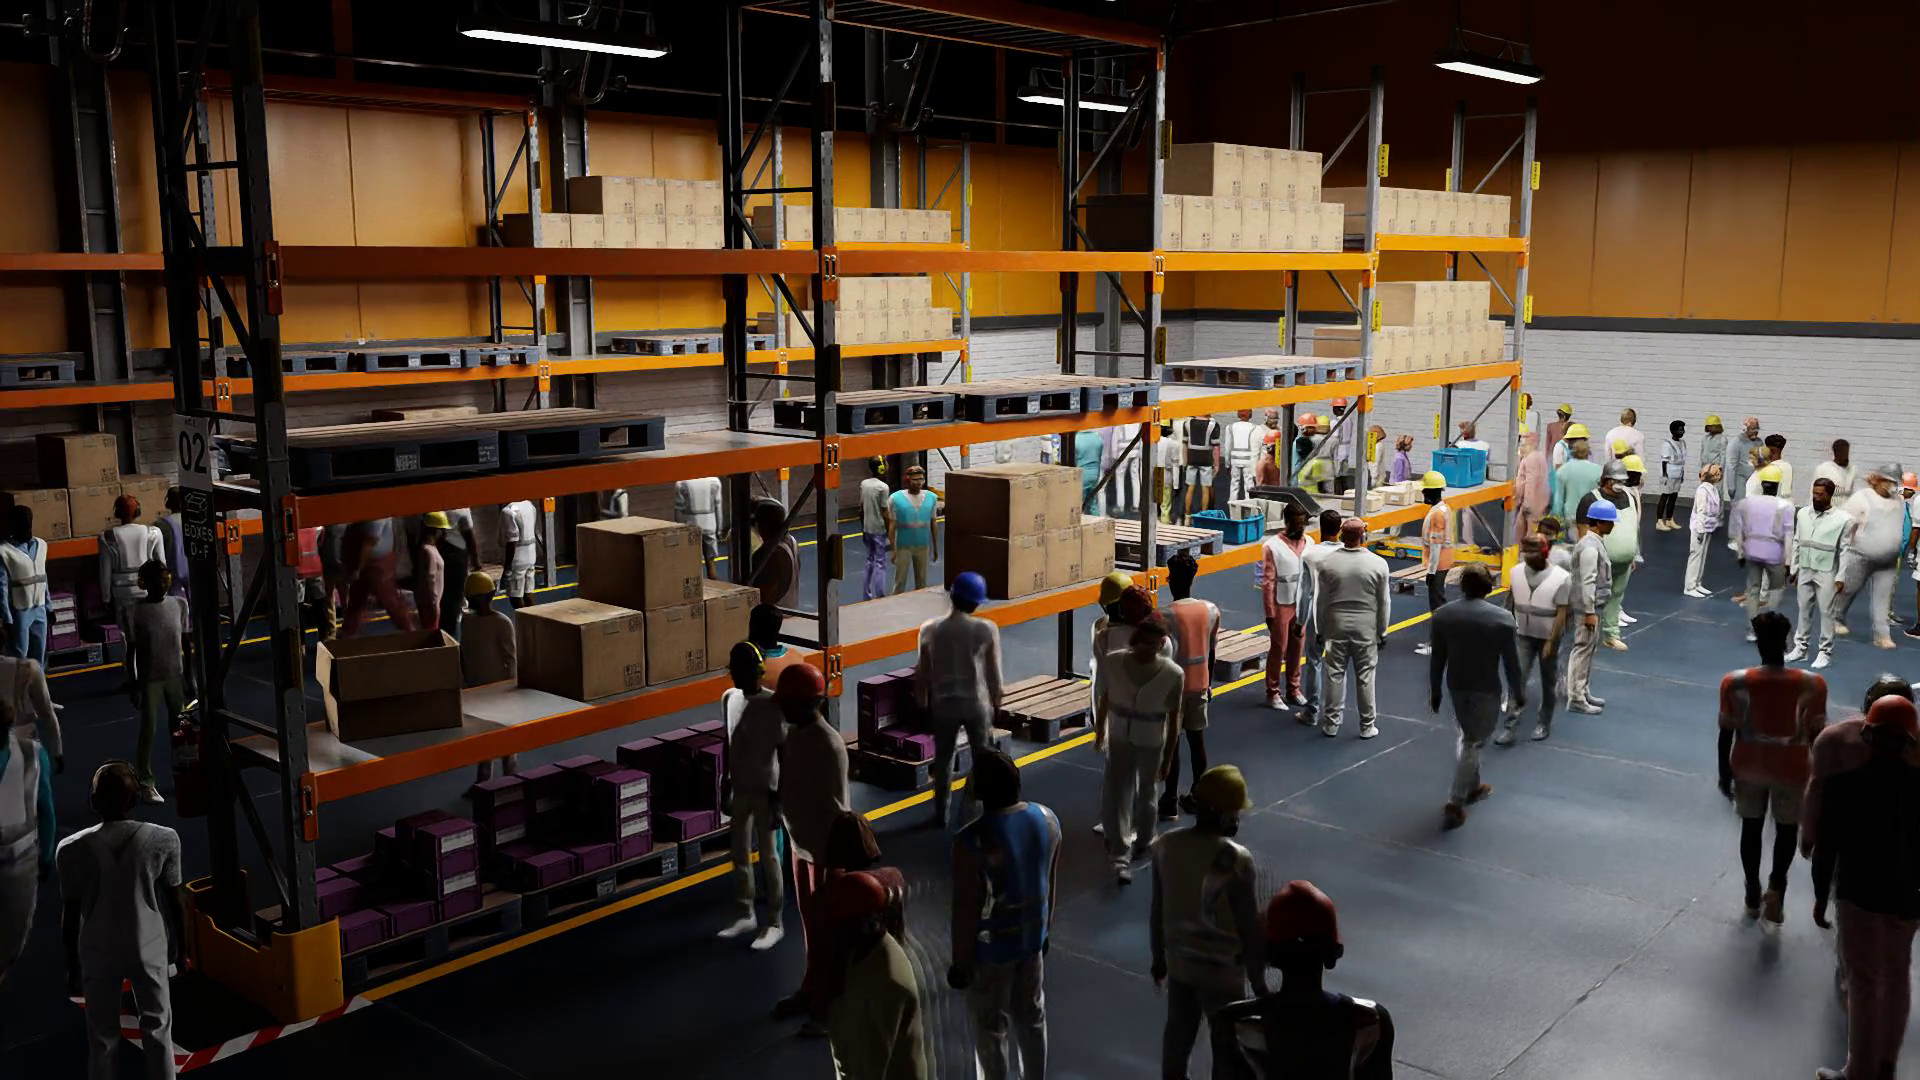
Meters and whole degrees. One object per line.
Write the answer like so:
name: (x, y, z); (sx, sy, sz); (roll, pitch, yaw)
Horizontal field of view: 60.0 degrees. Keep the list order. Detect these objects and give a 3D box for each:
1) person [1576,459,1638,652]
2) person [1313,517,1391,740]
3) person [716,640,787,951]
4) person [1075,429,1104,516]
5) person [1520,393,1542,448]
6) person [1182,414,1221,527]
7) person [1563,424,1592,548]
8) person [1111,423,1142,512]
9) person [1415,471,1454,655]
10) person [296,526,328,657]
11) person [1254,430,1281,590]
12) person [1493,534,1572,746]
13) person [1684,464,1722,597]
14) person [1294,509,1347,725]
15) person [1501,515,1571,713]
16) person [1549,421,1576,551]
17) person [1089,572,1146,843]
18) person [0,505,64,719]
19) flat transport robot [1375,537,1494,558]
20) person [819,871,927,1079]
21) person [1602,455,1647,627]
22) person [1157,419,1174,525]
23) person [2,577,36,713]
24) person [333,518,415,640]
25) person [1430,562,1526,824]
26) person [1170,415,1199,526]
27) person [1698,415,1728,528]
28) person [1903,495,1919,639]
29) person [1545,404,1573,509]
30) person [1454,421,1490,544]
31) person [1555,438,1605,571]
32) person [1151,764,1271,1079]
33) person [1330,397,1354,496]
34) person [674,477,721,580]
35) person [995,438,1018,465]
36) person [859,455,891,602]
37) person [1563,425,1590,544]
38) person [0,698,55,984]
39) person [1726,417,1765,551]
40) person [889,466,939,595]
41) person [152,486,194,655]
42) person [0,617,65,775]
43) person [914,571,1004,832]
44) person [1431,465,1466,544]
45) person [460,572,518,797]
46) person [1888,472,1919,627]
person: (6.779, 0.162, 17.317); (0.684, 2.000, 0.535); (-3, 10, -15)
person: (3.339, 0.750, 14.192); (0.639, 1.913, 0.407); (3, 10, 18)
person: (-1.233, 1.502, 9.875); (0.515, 1.861, 0.332); (6, 11, 33)
person: (1.764, -0.863, 23.891); (0.641, 1.896, 0.403); (-7, 12, -37)
person: (9.428, -1.513, 27.782); (0.572, 1.886, 0.353); (-4, 10, -21)
person: (3.691, -1.188, 25.422); (0.617, 2.029, 0.409); (5, 11, 29)
person: (8.210, -0.589, 22.187); (0.394, 1.918, 0.592); (5, 11, 29)
person: (2.749, -1.378, 27.080); (0.603, 1.861, 0.457); (-3, 10, -18)
person: (4.911, 0.239, 17.246); (0.406, 1.918, 0.582); (3, 10, 17)
person: (-6.792, 0.355, 17.187); (0.321, 1.697, 0.529); (8, 13, 40)
person: (3.859, -0.378, 20.679); (0.377, 1.995, 0.608); (6, 11, 30)
person: (4.780, 0.848, 13.931); (0.554, 1.792, 0.916); (9, 13, 43)
person: (9.051, -0.120, 20.237); (0.323, 1.630, 0.519); (8, 12, 38)
person: (3.235, 0.683, 14.613); (0.598, 1.908, 0.402); (-3, 10, -16)
person: (5.288, 0.642, 15.116); (0.950, 1.815, 0.593); (-5, 11, -28)
person: (8.498, -0.758, 23.428); (0.349, 1.839, 0.504); (7, 12, 36)
person: (1.139, 1.165, 11.732); (0.589, 1.912, 0.396); (9, 13, 42)
person: (-8.364, 0.634, 14.869); (0.374, 1.916, 0.597); (2, 10, 12)
flat transport robot: (6.474, 0.141, 22.716); (1.431, 0.197, 0.652); (9, 13, 44)
person: (-0.339, 2.128, 6.606); (0.919, 1.687, 0.581); (-3, 10, -19)
person: (7.441, 0.003, 18.608); (0.377, 1.924, 0.595); (8, 12, 39)
person: (3.131, -1.042, 25.566); (0.331, 1.684, 0.538); (5, 11, 28)
person: (-8.596, 0.693, 14.598); (0.760, 1.903, 0.405); (-6, 11, -33)
person: (-6.039, 0.218, 16.986); (0.983, 2.000, 0.682); (-6, 11, -31)
person: (3.753, 1.098, 12.182); (0.639, 1.898, 0.973); (9, 13, 43)
person: (3.549, -1.208, 25.887); (0.648, 1.909, 1.043); (6, 11, 31)
person: (11.535, -1.059, 25.537); (0.342, 1.734, 0.481); (-4, 10, -22)
person: (10.530, 0.103, 17.938); (0.610, 1.958, 0.367); (0, 10, 0)
person: (9.824, -1.351, 27.212); (0.342, 1.753, 0.535); (-7, 12, -36)
person: (7.176, -0.787, 23.670); (0.567, 1.807, 0.768); (-3, 10, -17)
person: (7.650, -0.301, 20.519); (0.818, 1.899, 0.645); (-8, 13, -41)
person: (1.136, 1.916, 7.538); (0.446, 1.823, 0.648); (-6, 11, -33)
person: (6.051, -1.349, 26.647); (0.358, 1.937, 0.548); (9, 13, 43)
person: (-3.056, -0.125, 19.387); (0.544, 1.927, 0.376); (-3, 10, -18)
person: (0.693, -1.049, 25.483); (0.496, 1.727, 0.519); (8, 12, 40)
person: (-0.957, -0.074, 19.234); (0.336, 1.873, 0.521); (-8, 12, -39)
person: (8.797, -0.770, 23.736); (0.529, 1.760, 0.341); (-7, 12, -34)
person: (-5.201, 1.692, 8.897); (0.643, 1.812, 0.756); (-8, 12, -40)
person: (11.083, -0.787, 23.436); (0.658, 1.893, 0.400); (-4, 10, -23)
person: (-0.519, 0.081, 18.450); (0.580, 1.832, 0.404); (-4, 10, -20)
person: (-7.774, 0.380, 16.634); (0.510, 1.839, 0.345); (-7, 12, -37)
person: (-6.079, 1.386, 10.593); (0.606, 1.854, 0.845); (-4, 10, -22)
person: (-0.017, 1.156, 11.756); (0.671, 1.910, 0.603); (3, 10, 16)
person: (6.614, -0.511, 22.572); (0.552, 1.619, 0.304); (7, 12, 34)
person: (-3.574, 1.102, 12.530); (0.533, 1.765, 0.330); (5, 11, 28)
person: (10.475, 0.102, 18.583); (0.354, 1.738, 0.573); (6, 11, 34)
